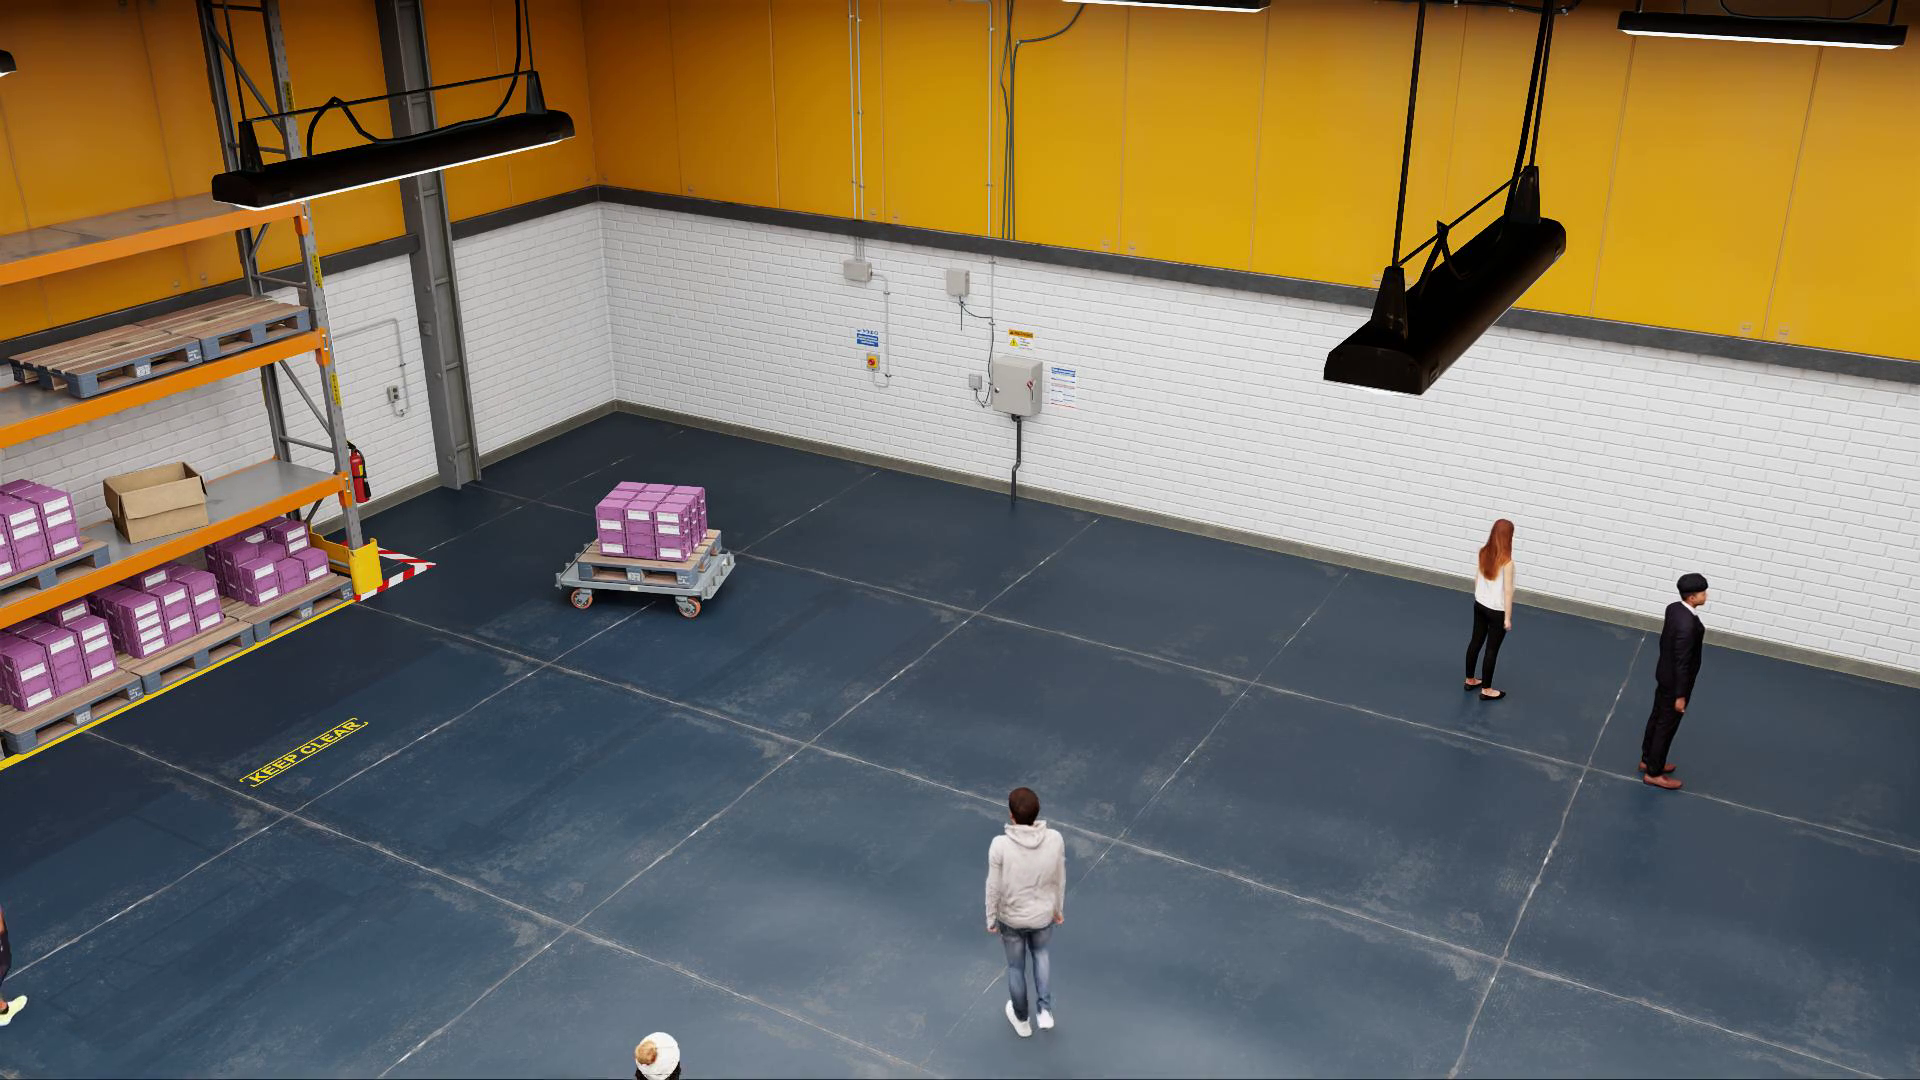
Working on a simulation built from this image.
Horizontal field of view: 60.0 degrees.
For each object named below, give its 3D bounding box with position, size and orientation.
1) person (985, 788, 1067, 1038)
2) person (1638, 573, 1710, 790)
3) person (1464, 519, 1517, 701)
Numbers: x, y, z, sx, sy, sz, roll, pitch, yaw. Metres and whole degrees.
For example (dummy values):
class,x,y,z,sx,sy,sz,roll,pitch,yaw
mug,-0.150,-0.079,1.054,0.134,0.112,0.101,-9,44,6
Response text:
class,x,y,z,sx,sy,sz,roll,pitch,yaw
person,0.453,2.446,10.641,0.899,1.846,0.958,-7,25,-15
person,5.835,1.126,13.613,0.823,1.884,0.635,4,24,9
person,4.785,0.617,14.982,0.672,1.720,0.649,-11,26,-23
